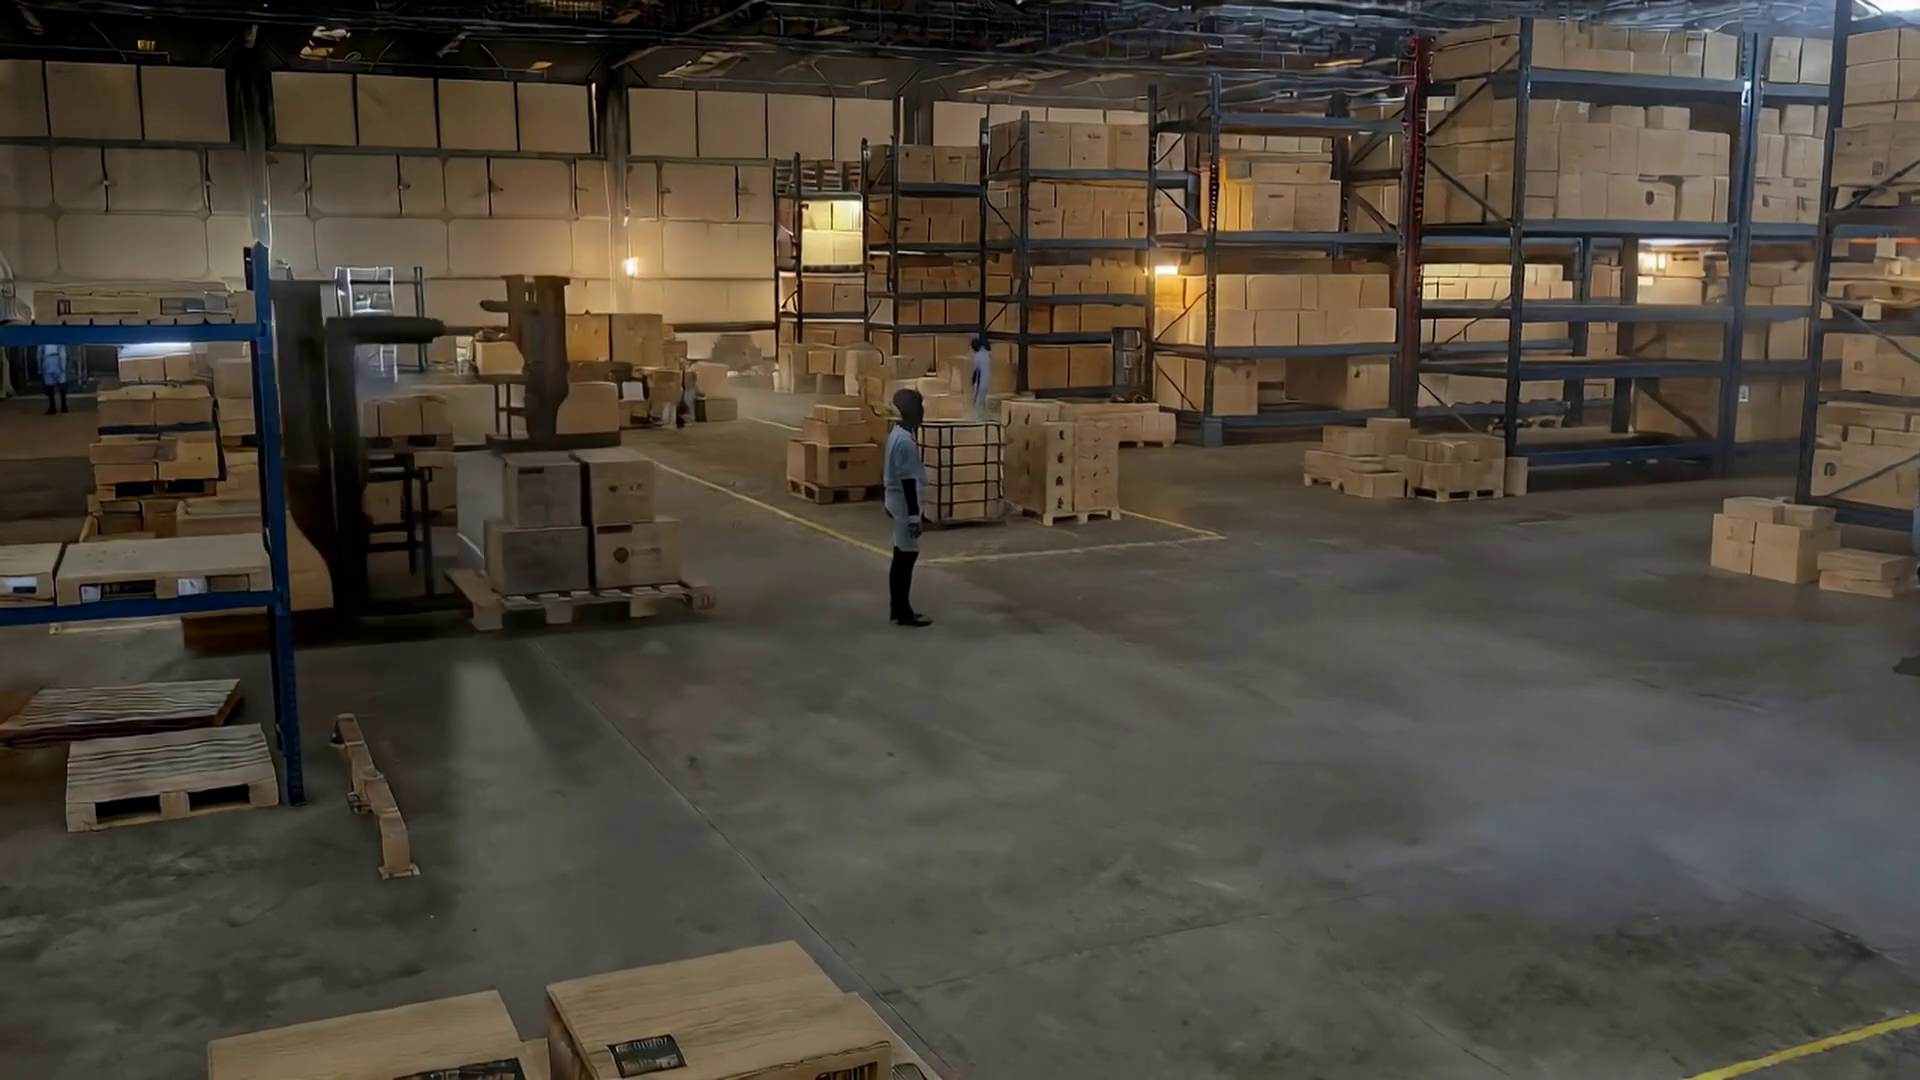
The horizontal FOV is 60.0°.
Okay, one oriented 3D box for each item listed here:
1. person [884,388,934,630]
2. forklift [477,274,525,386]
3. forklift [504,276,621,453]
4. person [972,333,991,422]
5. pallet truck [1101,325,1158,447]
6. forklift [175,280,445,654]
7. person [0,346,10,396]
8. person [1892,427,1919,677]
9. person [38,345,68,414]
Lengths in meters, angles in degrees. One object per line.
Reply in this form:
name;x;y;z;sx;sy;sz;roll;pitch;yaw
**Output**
person;-0.426;-0.255;13.497;0.361;1.965;0.613;-2;9;-13
forklift;-11.316;-5.371;42.413;1.873;2.768;1.129;-4;10;-25
forklift;-6.530;-2.852;26.782;1.873;2.768;1.129;-4;10;-25
person;0.349;-2.575;28.203;0.310;1.864;0.533;4;10;23
pallet truck;2.881;-2.596;27.923;0.823;1.965;1.885;-1;9;-7
forklift;-5.147;-0.633;13.017;1.873;2.768;1.129;-4;10;-25
person;-22.375;-4.280;38.553;0.397;1.935;0.663;8;12;41
person;6.947;0.020;11.883;0.360;1.938;0.545;7;11;37
person;-18.486;-3.523;33.855;0.363;1.939;0.542;6;11;34
